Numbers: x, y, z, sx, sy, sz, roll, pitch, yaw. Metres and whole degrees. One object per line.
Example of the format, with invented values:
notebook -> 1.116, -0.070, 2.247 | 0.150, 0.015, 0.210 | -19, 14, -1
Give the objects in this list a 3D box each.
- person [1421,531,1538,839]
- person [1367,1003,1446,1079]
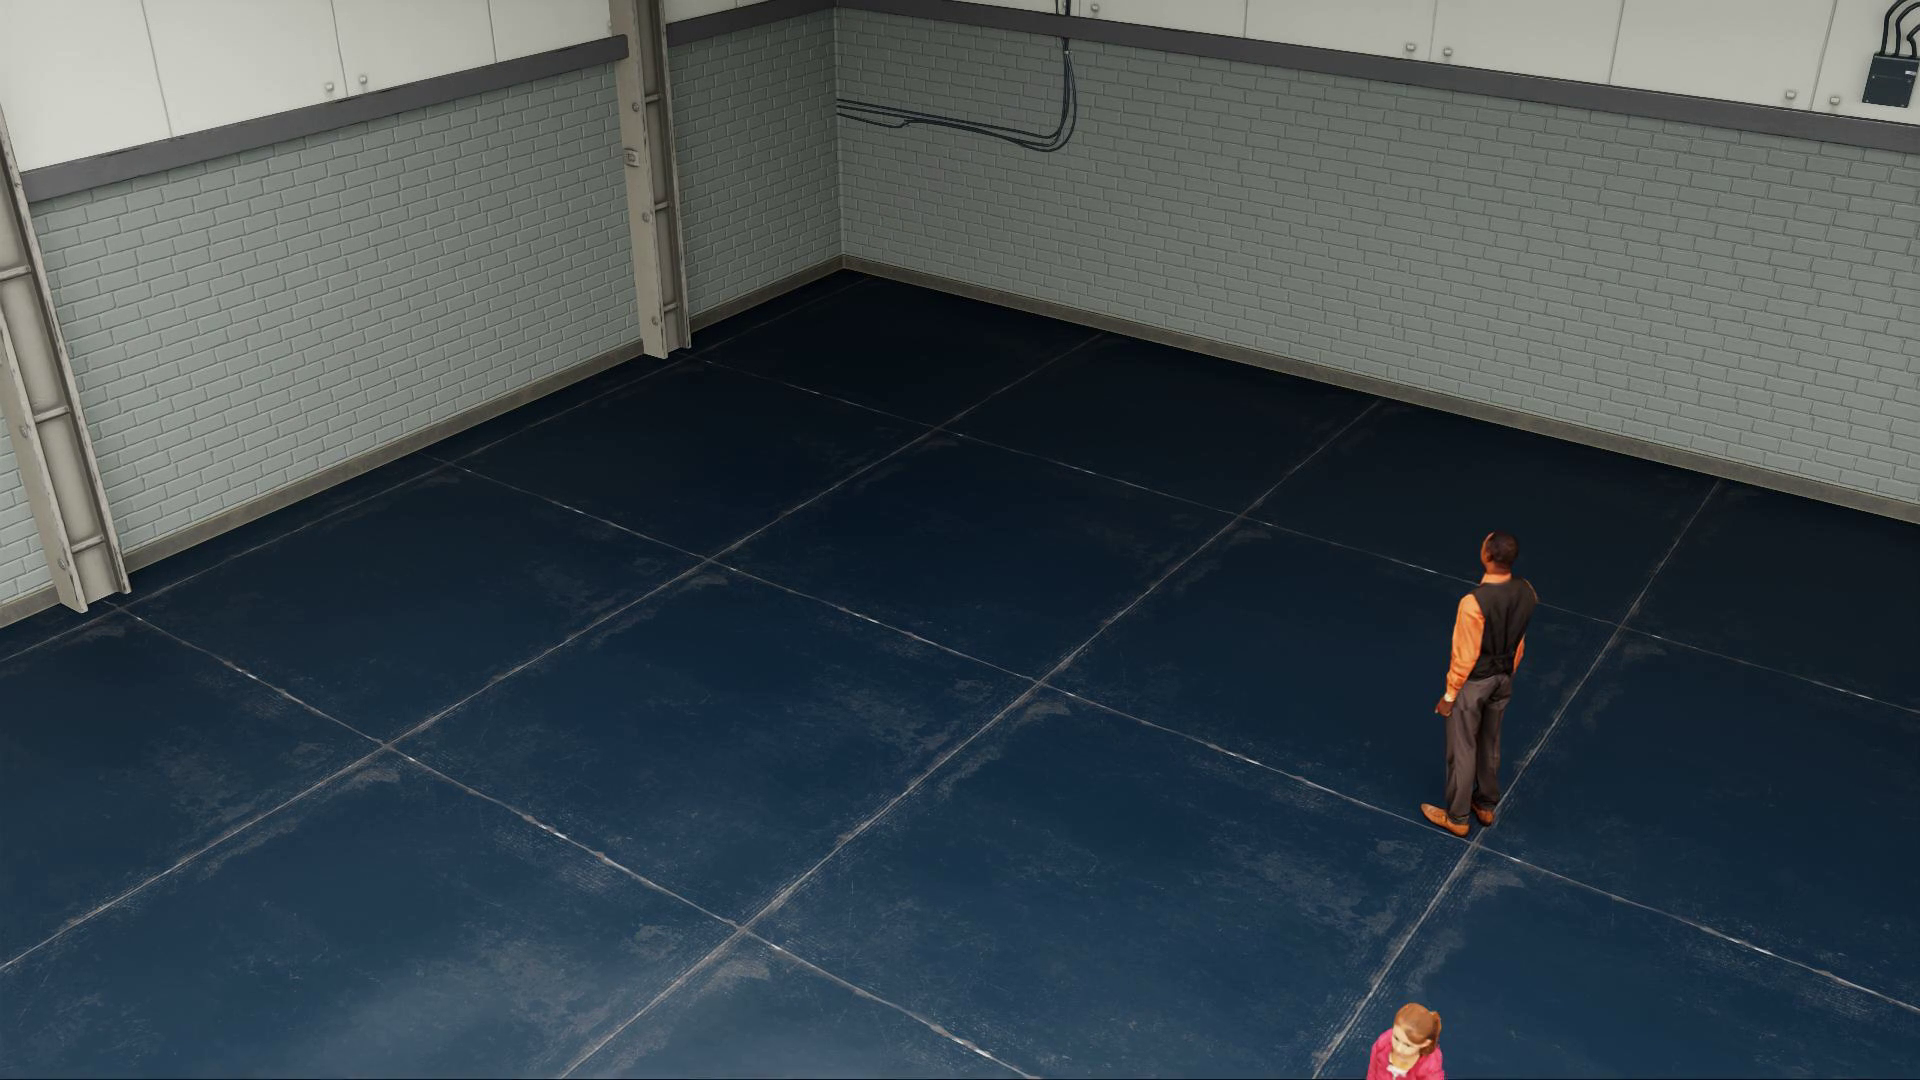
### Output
person -> 2.960, 0.818, 9.436 | 0.724, 1.907, 0.854 | -14, 31, -24
person -> 1.897, 2.440, 7.031 | 0.543, 1.304, 0.570 | 23, 35, 36
